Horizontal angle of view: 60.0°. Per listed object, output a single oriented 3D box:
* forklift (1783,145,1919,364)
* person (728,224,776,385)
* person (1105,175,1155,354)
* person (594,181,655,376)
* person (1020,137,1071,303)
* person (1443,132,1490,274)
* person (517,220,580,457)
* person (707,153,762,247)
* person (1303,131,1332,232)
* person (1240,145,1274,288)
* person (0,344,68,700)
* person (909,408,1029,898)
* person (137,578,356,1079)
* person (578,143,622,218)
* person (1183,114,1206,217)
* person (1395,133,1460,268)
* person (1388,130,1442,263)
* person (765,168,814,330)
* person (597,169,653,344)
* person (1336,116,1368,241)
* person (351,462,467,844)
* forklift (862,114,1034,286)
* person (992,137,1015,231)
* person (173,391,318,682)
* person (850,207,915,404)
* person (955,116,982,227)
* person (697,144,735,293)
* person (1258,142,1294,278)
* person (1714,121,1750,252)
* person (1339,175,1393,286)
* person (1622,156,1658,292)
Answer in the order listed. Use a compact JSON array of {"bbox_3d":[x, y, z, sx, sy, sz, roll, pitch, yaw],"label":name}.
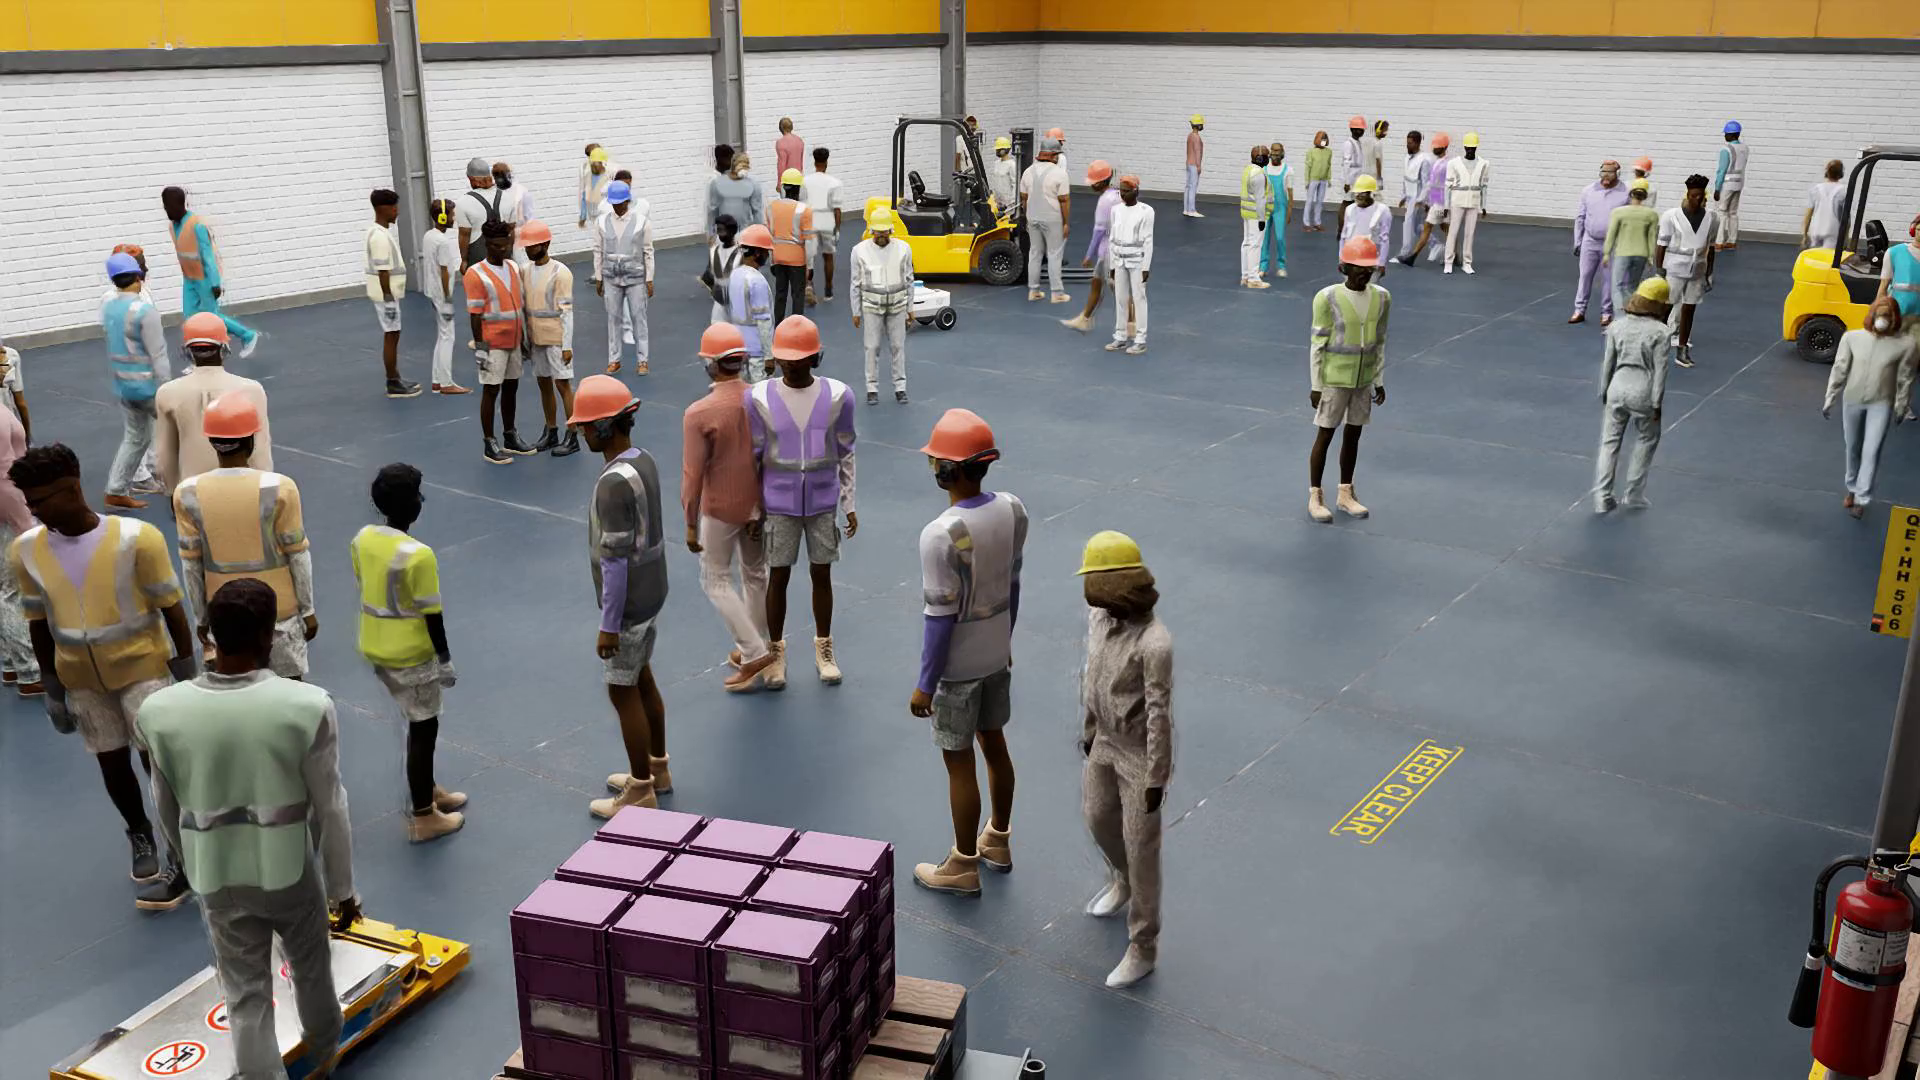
[{"bbox_3d":[9.803,-2.879,17.013,2.313,2.155,1.214,12,21,33],"label":"forklift"},{"bbox_3d":[-1.608,-1.529,13.216,0.370,1.932,0.543,-11,21,-31],"label":"person"},{"bbox_3d":[1.801,-2.928,17.684,0.565,1.880,0.359,16,24,42],"label":"person"},{"bbox_3d":[-3.337,-2.595,16.542,0.604,1.937,0.403,1,18,3],"label":"person"},{"bbox_3d":[1.119,-4.001,20.772,0.684,2.000,0.535,14,22,37],"label":"person"},{"bbox_3d":[6.978,-4.637,22.945,0.595,1.925,0.375,0,18,1],"label":"person"},{"bbox_3d":[-3.380,-1.644,13.587,0.544,1.929,0.387,11,21,32],"label":"person"},{"bbox_3d":[-2.692,-3.659,19.911,0.663,1.908,0.438,-2,18,-5],"label":"person"},{"bbox_3d":[5.900,-5.915,27.416,0.507,1.630,0.268,-7,19,-21],"label":"person"},{"bbox_3d":[3.902,-4.245,21.858,0.429,1.844,0.627,-2,18,-6],"label":"person"},{"bbox_3d":[-5.024,-0.112,8.770,0.361,1.939,0.635,-16,24,-41],"label":"person"},{"bbox_3d":[0.013,0.469,6.782,0.379,2.045,0.605,13,22,35],"label":"person"},{"bbox_3d":[-2.229,1.019,5.339,0.602,1.866,0.888,-4,18,-11],"label":"person"},{"bbox_3d":[-4.888,-4.529,22.811,0.646,1.799,0.749,3,18,9],"label":"person"},{"bbox_3d":[4.144,-6.595,29.328,0.316,1.769,0.524,-4,18,-11],"label":"person"},{"bbox_3d":[6.693,-4.787,23.481,0.979,1.877,0.570,0,18,-1],"label":"person"},{"bbox_3d":[6.636,-4.934,23.948,0.776,1.888,0.603,-1,18,-5],"label":"person"},{"bbox_3d":[-1.811,-3.023,17.921,0.581,1.919,0.393,9,20,25],"label":"person"},{"bbox_3d":[-3.694,-3.142,18.342,0.592,1.893,0.723,-8,19,-23],"label":"person"},{"bbox_3d":[6.193,-5.685,26.205,0.376,1.936,0.549,10,20,29],"label":"person"},{"bbox_3d":[-2.440,0.484,7.342,0.579,1.666,0.388,16,23,40],"label":"person"},{"bbox_3d":[-0.171,-4.594,22.377,2.313,2.155,1.214,1,18,3],"label":"forklift"},{"bbox_3d":[0.630,-4.963,24.226,0.326,1.767,0.533,-12,21,-32],"label":"person"},{"bbox_3d":[-3.188,0.288,7.520,0.545,1.939,0.373,-2,18,-6],"label":"person"},{"bbox_3d":[-0.711,-2.156,15.362,0.600,1.819,0.403,-4,18,-12],"label":"person"},{"bbox_3d":[0.167,-6.055,27.481,0.526,1.865,0.315,-8,20,-24],"label":"person"},{"bbox_3d":[-3.023,-3.993,20.909,0.496,1.939,0.640,0,18,0],"label":"person"},{"bbox_3d":[4.237,-4.467,22.578,0.530,1.831,0.405,11,21,32],"label":"person"},{"bbox_3d":[11.599,-5.336,25.121,0.617,1.938,0.417,-11,21,-30],"label":"person"},{"bbox_3d":[4.429,-3.092,18.289,0.403,1.822,0.596,-17,24,-42],"label":"person"},{"bbox_3d":[8.642,-4.045,21.392,0.490,1.739,0.582,-15,23,-39],"label":"person"}]
